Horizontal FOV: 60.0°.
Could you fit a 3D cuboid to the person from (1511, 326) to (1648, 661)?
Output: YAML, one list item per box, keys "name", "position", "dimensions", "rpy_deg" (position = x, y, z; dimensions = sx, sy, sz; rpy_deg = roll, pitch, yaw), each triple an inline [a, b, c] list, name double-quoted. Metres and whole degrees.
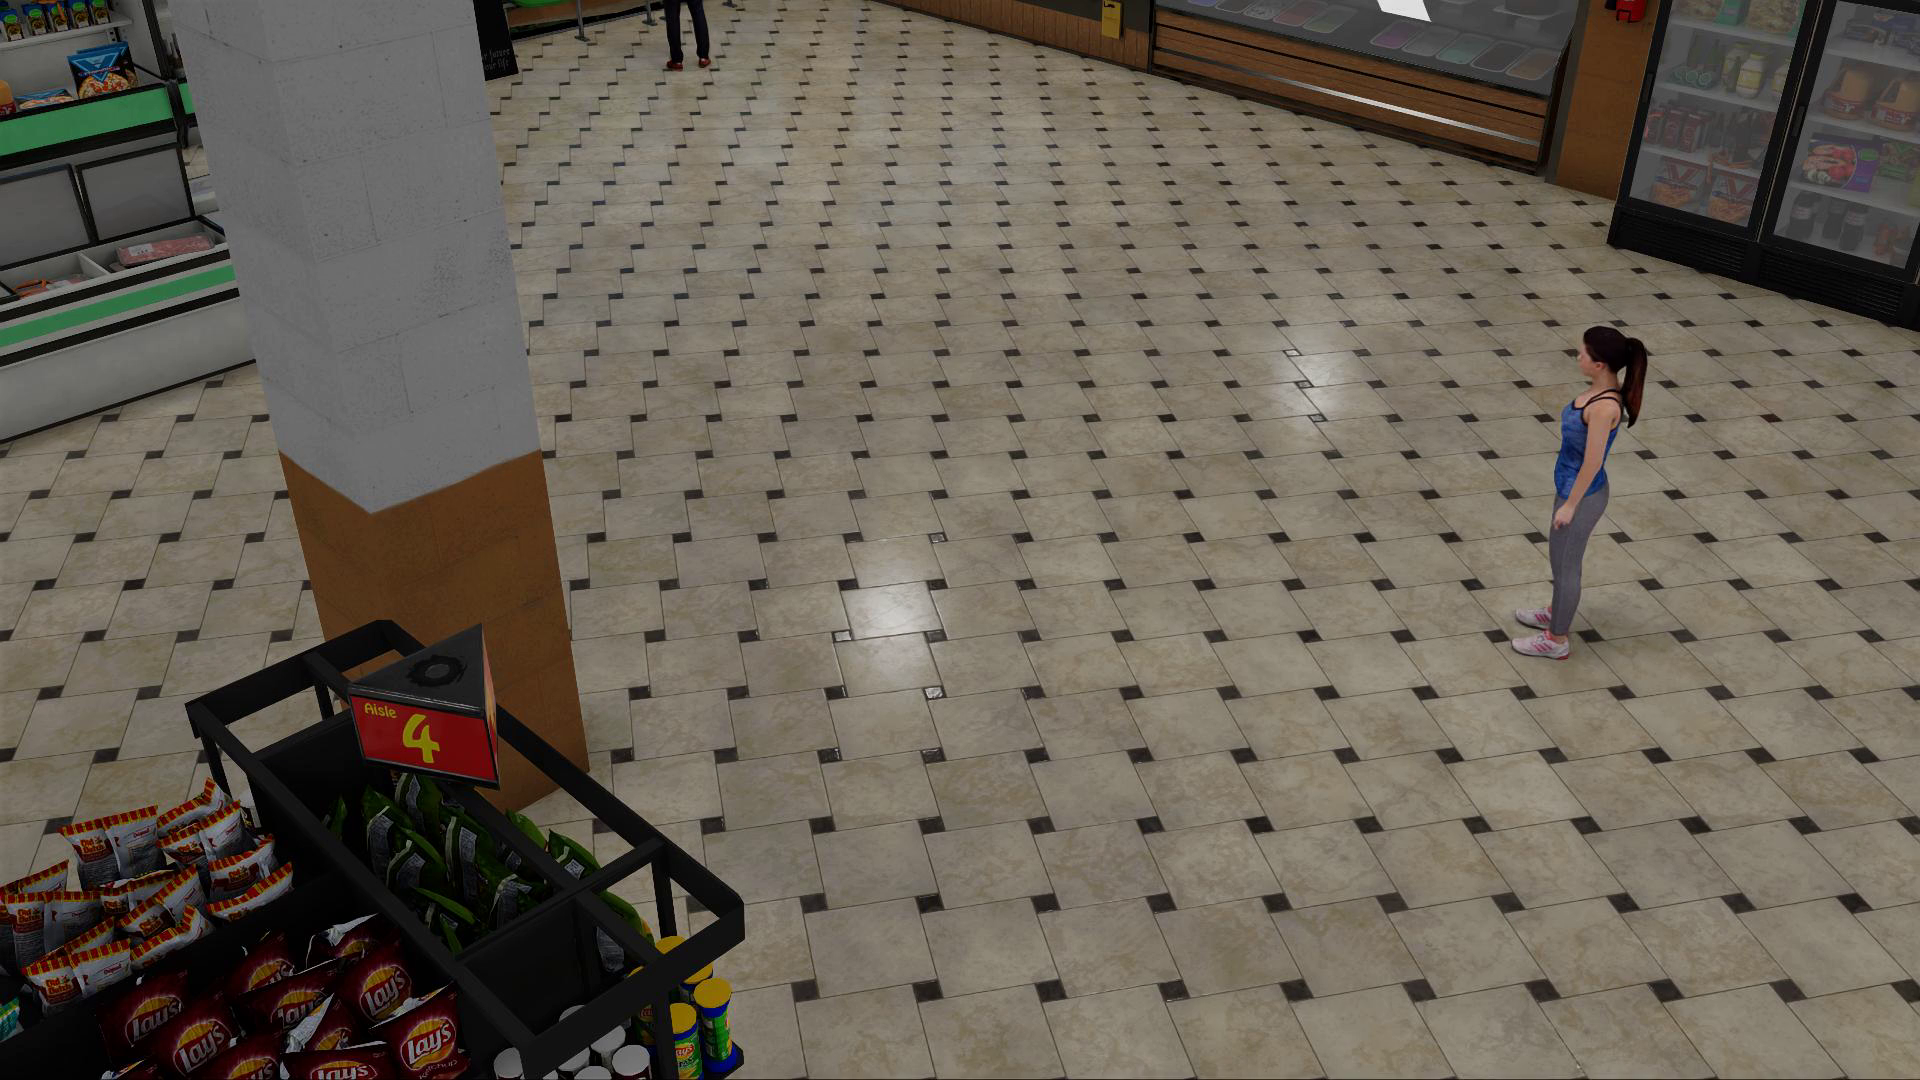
- name: "person"
  position: [2.752, -0.208, 7.400]
  dimensions: [0.702, 1.609, 0.595]
  rpy_deg: [12, 34, 18]

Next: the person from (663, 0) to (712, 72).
- name: "person"
  position: [-2.585, -5.275, 15.341]
  dimensions: [0.711, 1.823, 0.841]
  rpy_deg: [-10, 33, -16]
